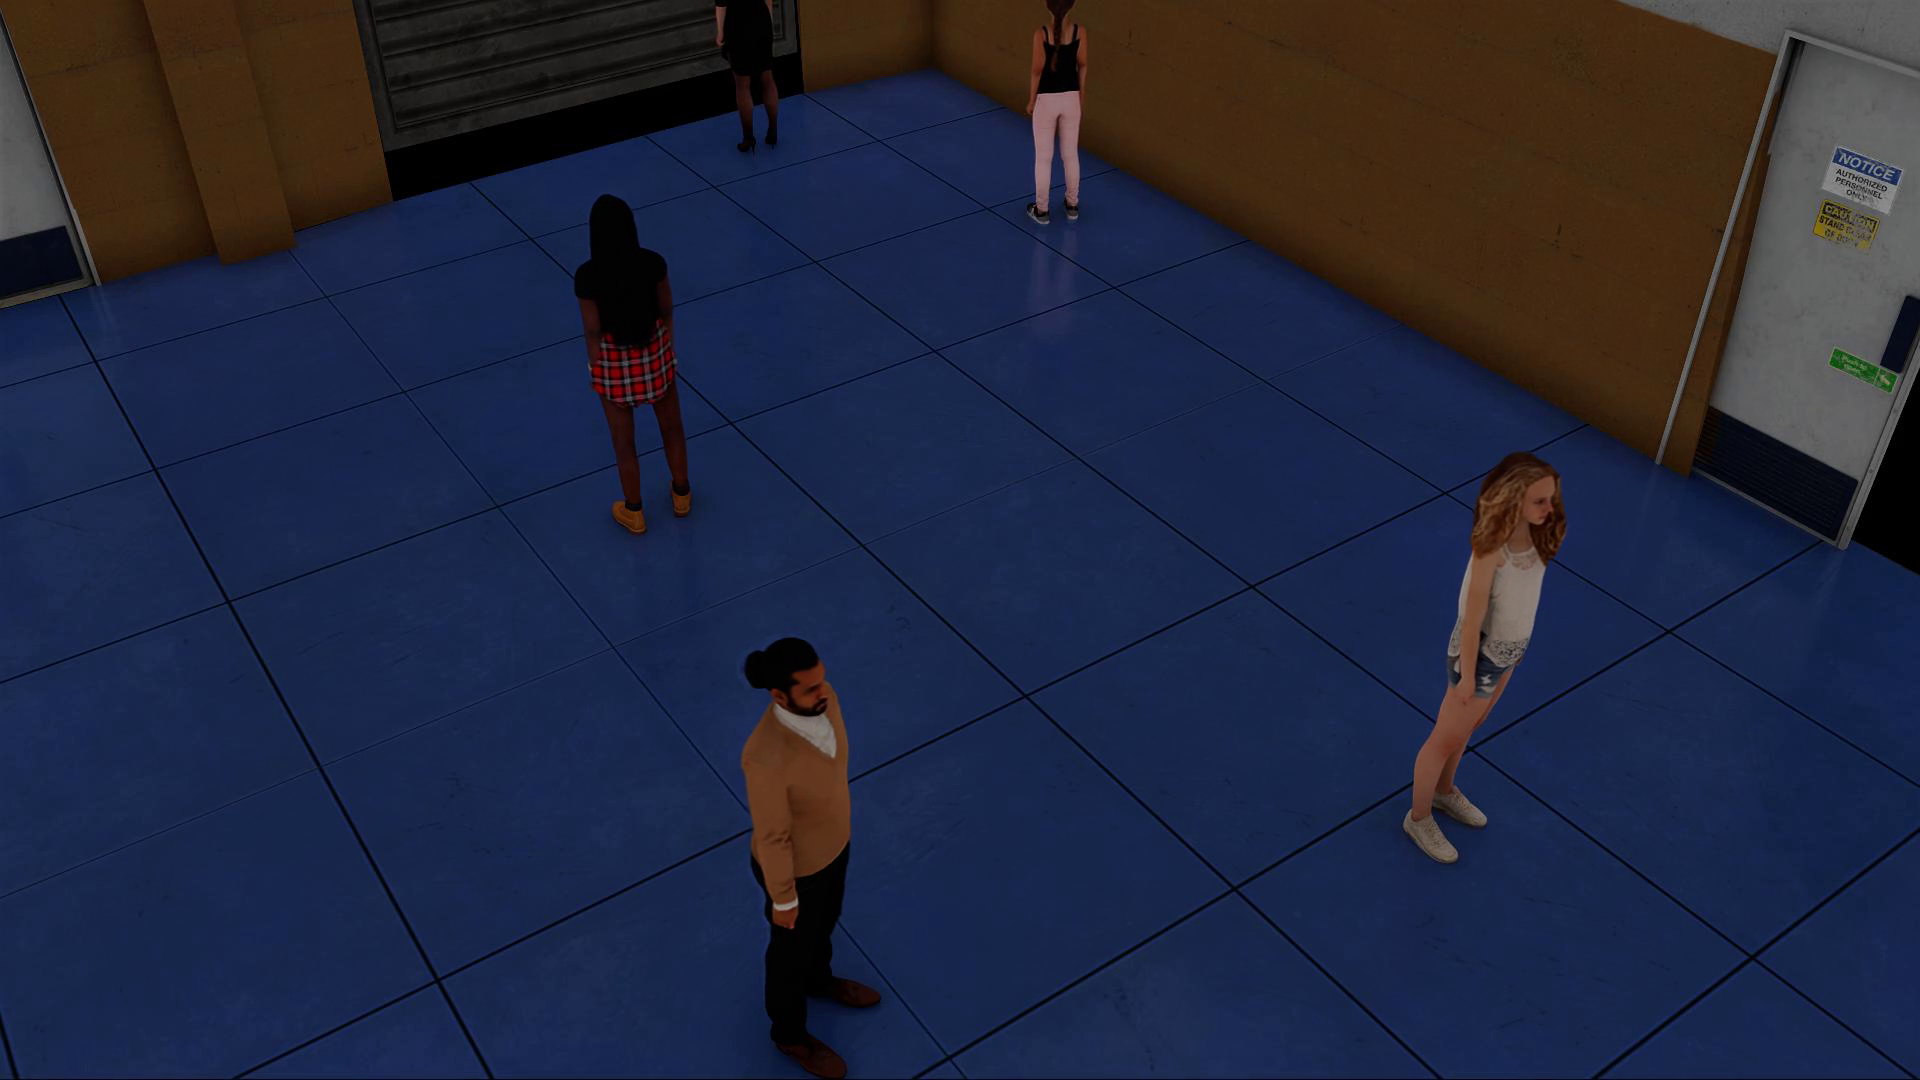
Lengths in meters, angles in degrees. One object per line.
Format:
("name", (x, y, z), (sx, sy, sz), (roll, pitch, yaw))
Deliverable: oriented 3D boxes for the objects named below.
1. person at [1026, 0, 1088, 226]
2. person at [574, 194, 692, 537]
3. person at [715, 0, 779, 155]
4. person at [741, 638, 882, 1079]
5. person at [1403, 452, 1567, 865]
("person", (0.615, -2.766, 10.530), (0.543, 1.564, 0.661), (-9, 38, -12))
("person", (-1.526, -0.813, 7.791), (0.546, 1.728, 0.682), (-19, 41, -24))
("person", (-1.453, -3.477, 11.346), (0.444, 1.704, 0.654), (-20, 41, -25))
("person", (-0.500, 0.999, 5.356), (0.815, 1.754, 0.721), (11, 38, 15))
("person", (1.907, 0.424, 6.117), (0.675, 1.759, 0.518), (29, 46, 33))
